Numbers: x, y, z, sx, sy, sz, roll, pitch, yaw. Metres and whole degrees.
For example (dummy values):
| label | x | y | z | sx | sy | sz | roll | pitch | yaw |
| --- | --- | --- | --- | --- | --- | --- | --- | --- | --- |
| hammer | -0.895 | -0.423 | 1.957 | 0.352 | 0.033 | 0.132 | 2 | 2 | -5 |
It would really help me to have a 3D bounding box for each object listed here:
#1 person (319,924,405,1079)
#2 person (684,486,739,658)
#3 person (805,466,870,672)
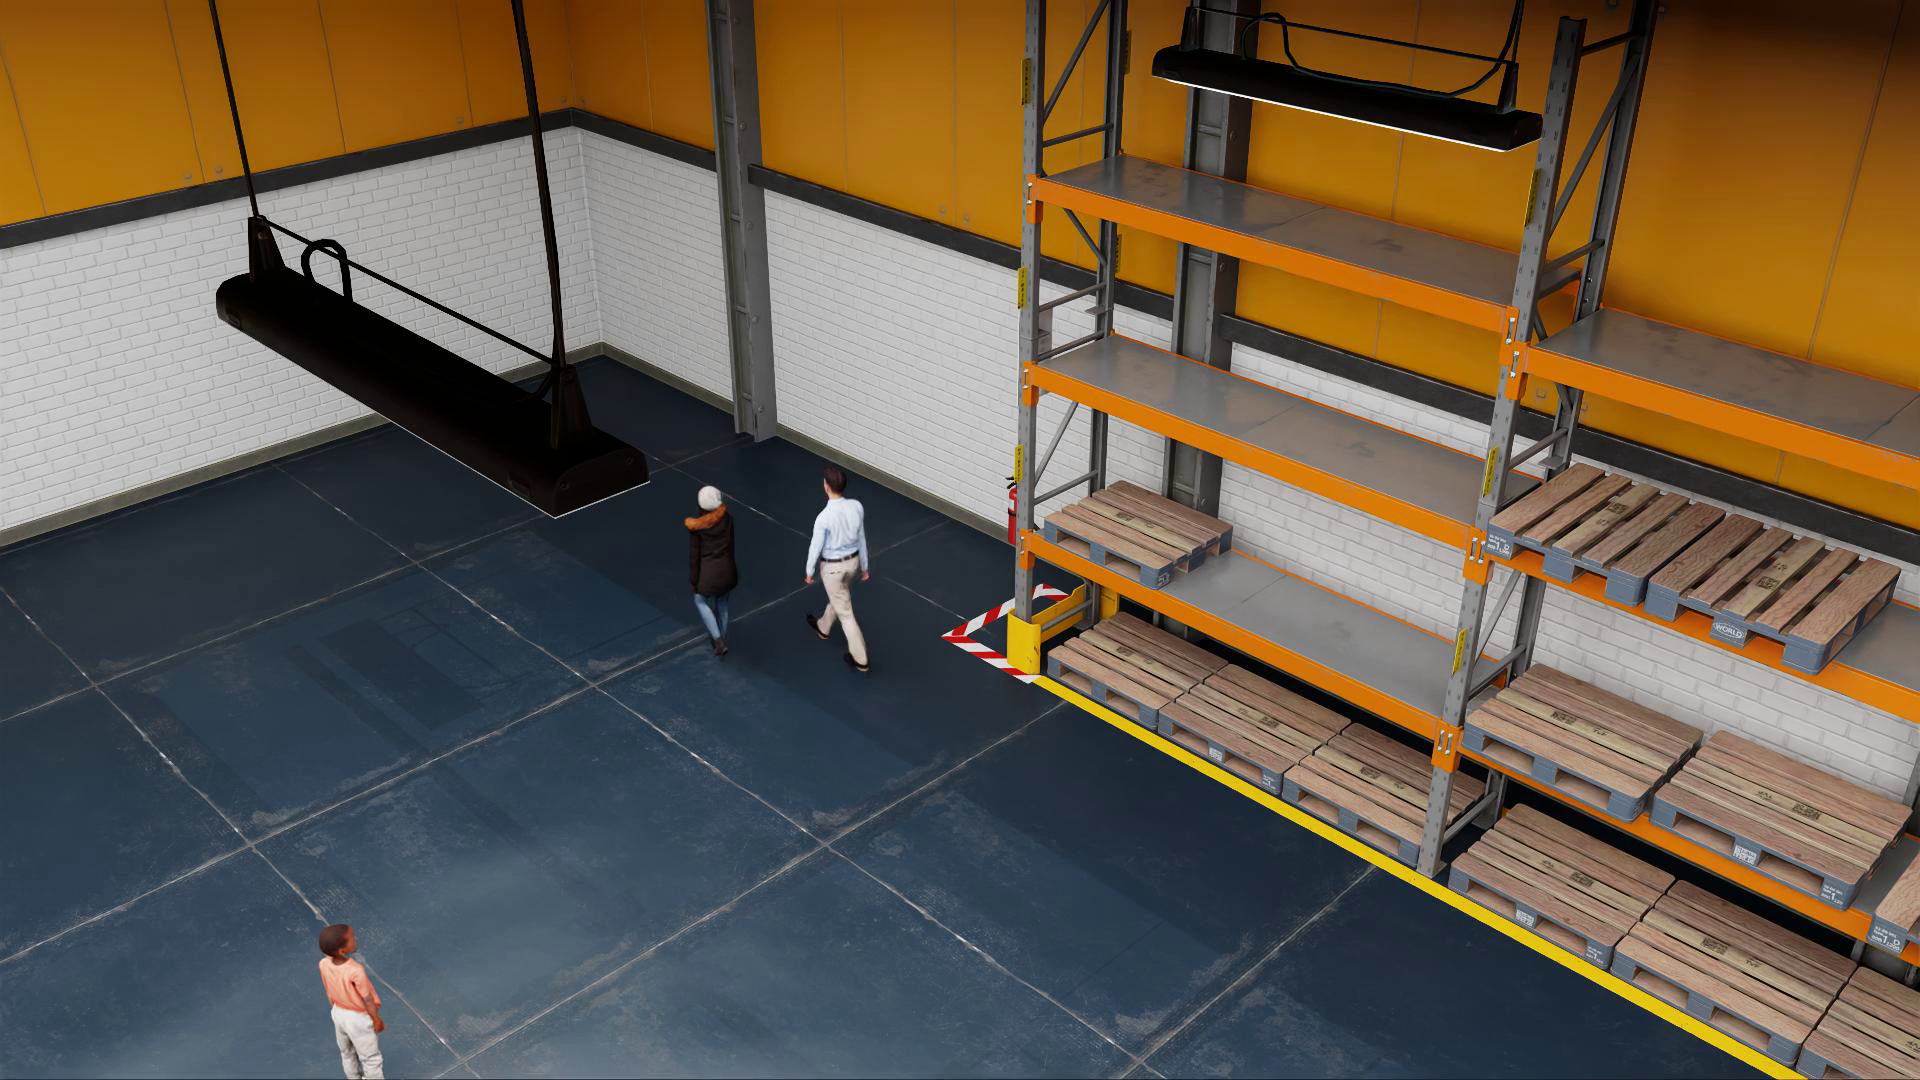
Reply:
| label | x | y | z | sx | sy | sz | roll | pitch | yaw |
| --- | --- | --- | --- | --- | --- | --- | --- | --- | --- |
| person | -3.597 | 2.820 | 9.857 | 0.504 | 1.310 | 0.608 | 13 | 31 | 22 |
| person | -2.056 | 0.305 | 14.139 | 0.687 | 1.625 | 0.759 | -18 | 33 | -30 |
| person | -0.971 | 0.291 | 13.986 | 0.709 | 1.796 | 1.196 | -23 | 36 | -35 |
